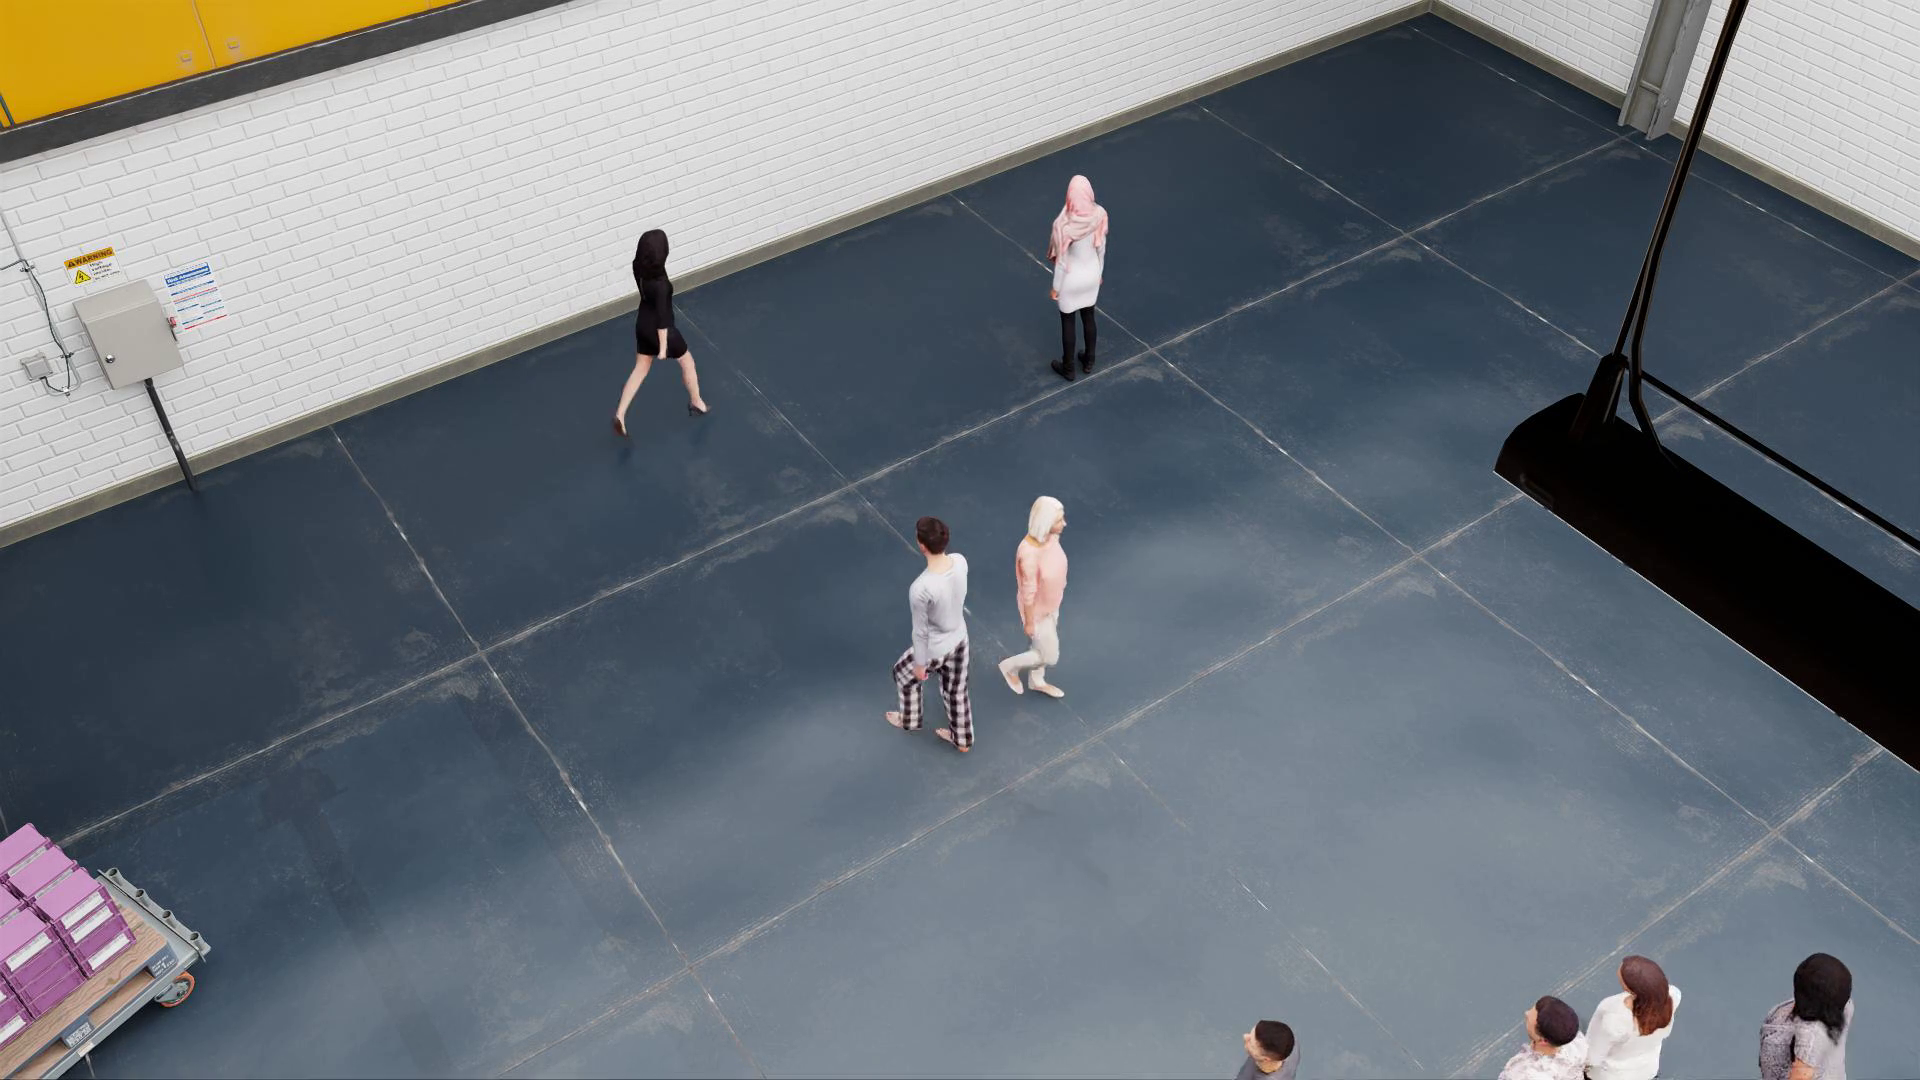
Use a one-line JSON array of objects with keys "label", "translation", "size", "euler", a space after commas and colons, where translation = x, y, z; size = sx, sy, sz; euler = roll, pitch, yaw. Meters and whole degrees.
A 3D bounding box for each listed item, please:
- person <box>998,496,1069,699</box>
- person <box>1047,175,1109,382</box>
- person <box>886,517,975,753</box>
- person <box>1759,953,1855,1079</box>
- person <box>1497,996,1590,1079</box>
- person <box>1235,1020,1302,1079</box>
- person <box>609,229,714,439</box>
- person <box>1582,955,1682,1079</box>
[{"label": "person", "translation": [0.433, 0.370, 10.543], "size": [0.819, 1.719, 0.761], "euler": [17, 46, 17]}, {"label": "person", "translation": [0.925, -2.044, 13.017], "size": [0.659, 1.802, 0.626], "euler": [-19, 47, -19]}, {"label": "person", "translation": [-0.054, 0.662, 10.160], "size": [0.929, 1.826, 0.783], "euler": [31, 52, 28]}, {"label": "person", "translation": [4.163, 2.717, 8.192], "size": [0.753, 1.563, 0.683], "euler": [30, 51, 28]}, {"label": "person", "translation": [2.736, 2.790, 7.940], "size": [0.675, 1.806, 0.606], "euler": [-25, 49, -24]}, {"label": "person", "translation": [1.481, 2.809, 7.972], "size": [1.169, 1.735, 0.933], "euler": [20, 47, 20]}, {"label": "person", "translation": [-2.356, -1.489, 12.463], "size": [0.770, 1.761, 1.075], "euler": [-34, 53, -31]}, {"label": "person", "translation": [3.312, 2.621, 8.223], "size": [0.709, 1.660, 0.824], "euler": [-17, 46, -17]}]
